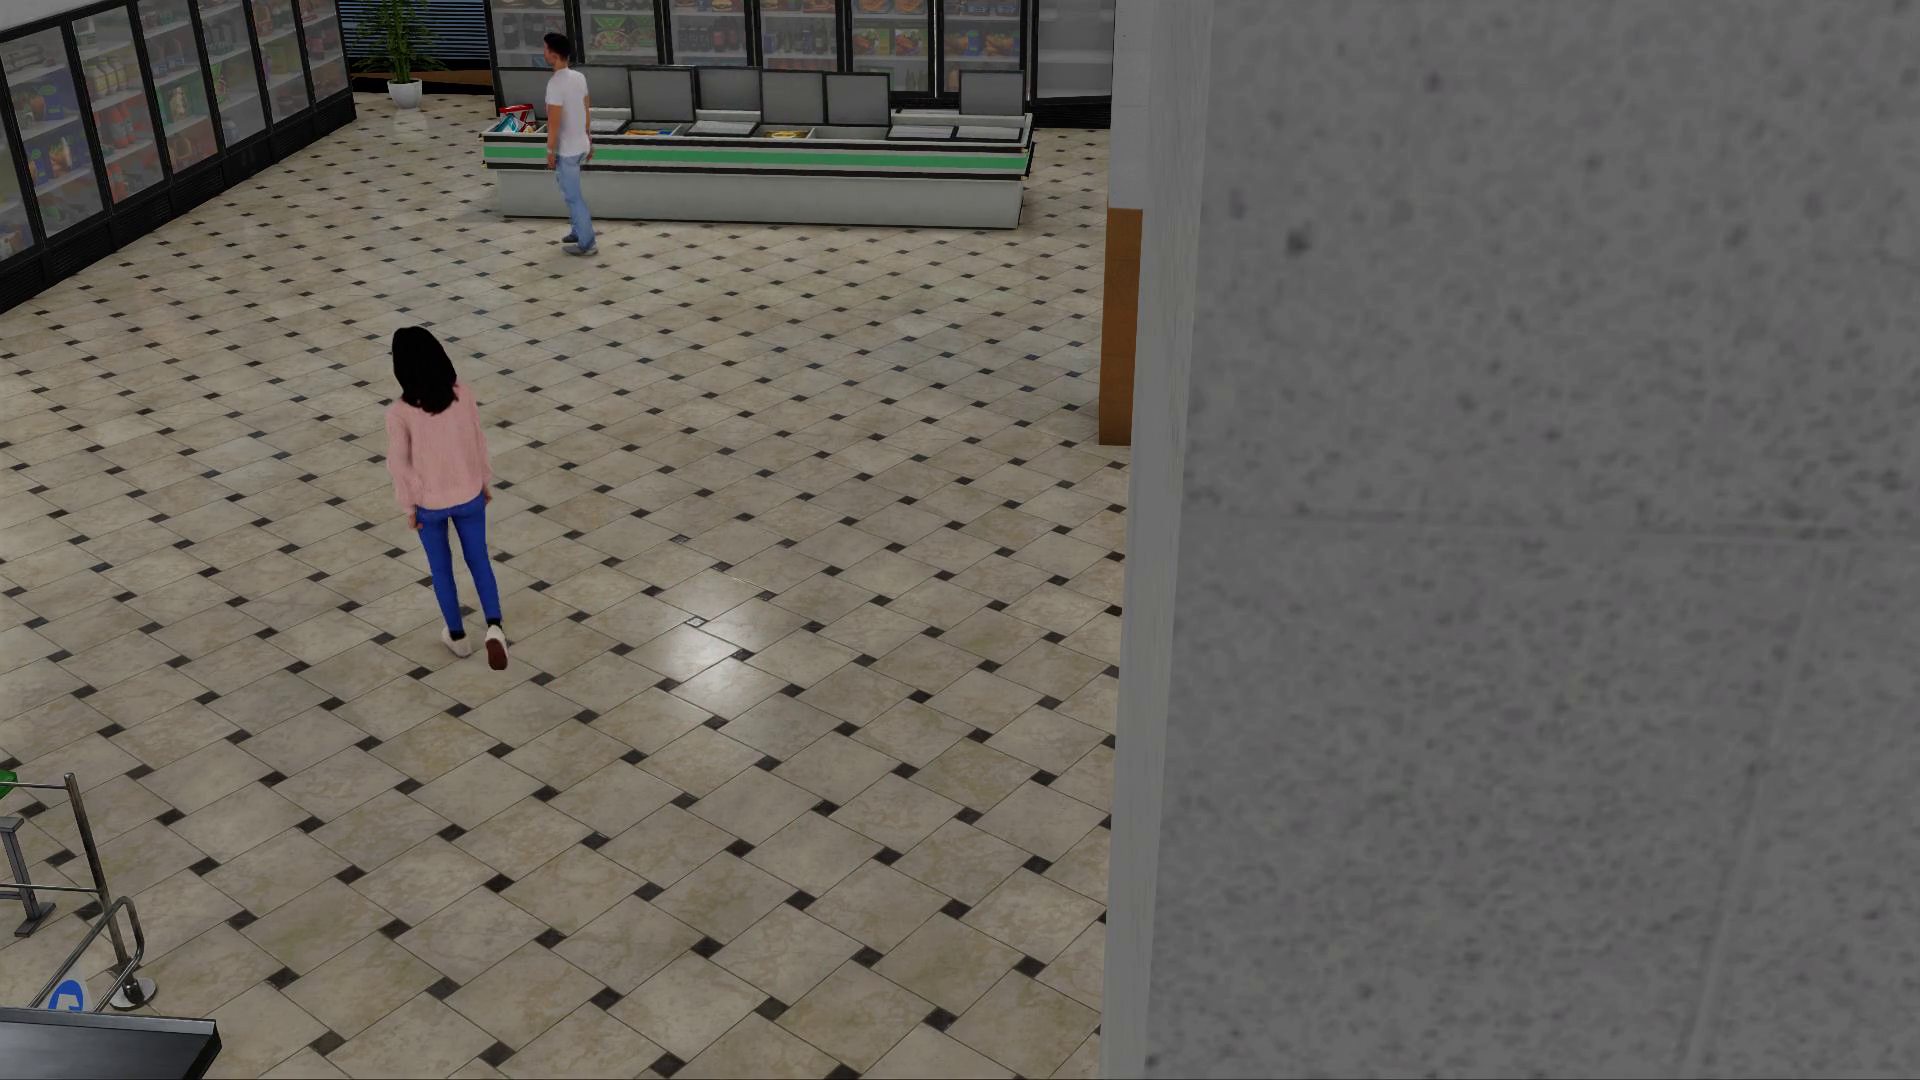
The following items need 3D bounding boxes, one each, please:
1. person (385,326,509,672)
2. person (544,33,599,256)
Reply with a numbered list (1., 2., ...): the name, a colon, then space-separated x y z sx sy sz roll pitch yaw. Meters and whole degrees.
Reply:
1. person: -2.411 -0.148 7.914 1.014 1.753 1.032 -16 31 -29
2. person: -3.220 -3.317 14.058 0.734 1.848 0.741 8 28 15
